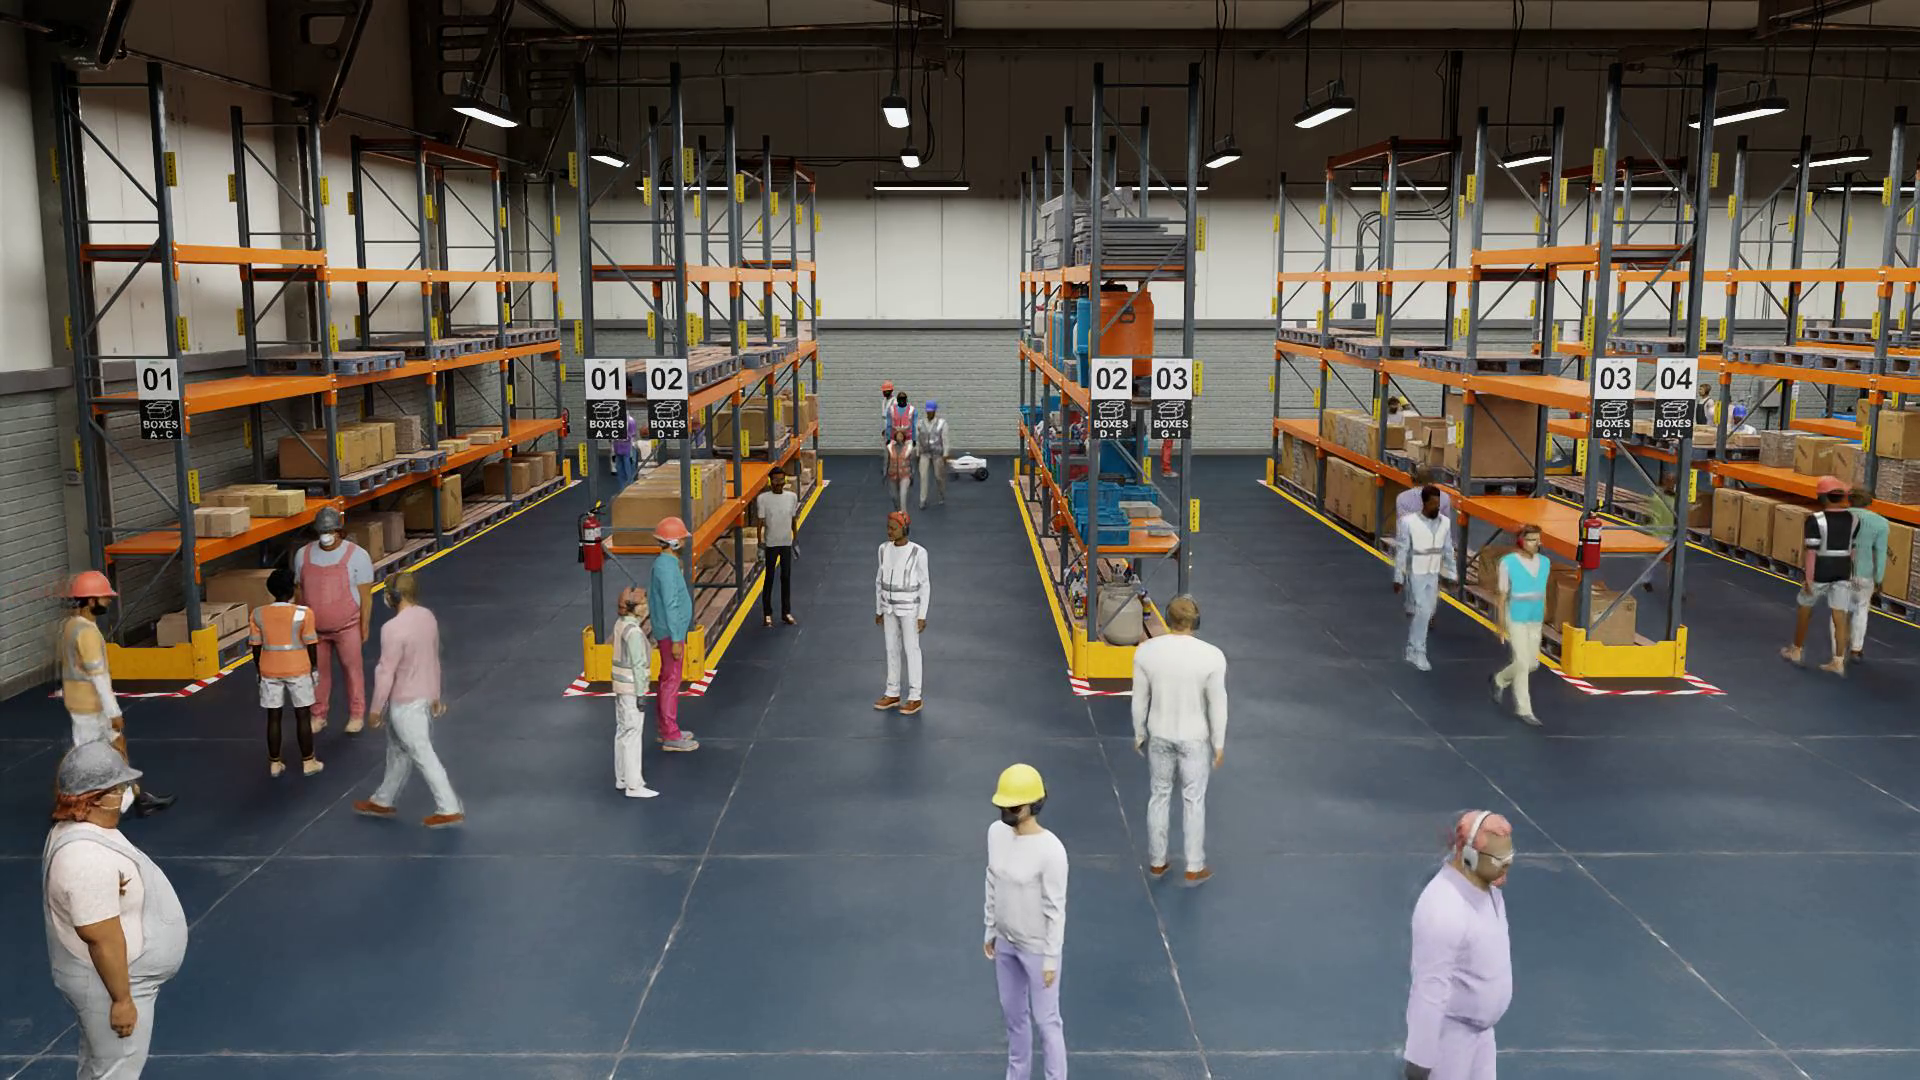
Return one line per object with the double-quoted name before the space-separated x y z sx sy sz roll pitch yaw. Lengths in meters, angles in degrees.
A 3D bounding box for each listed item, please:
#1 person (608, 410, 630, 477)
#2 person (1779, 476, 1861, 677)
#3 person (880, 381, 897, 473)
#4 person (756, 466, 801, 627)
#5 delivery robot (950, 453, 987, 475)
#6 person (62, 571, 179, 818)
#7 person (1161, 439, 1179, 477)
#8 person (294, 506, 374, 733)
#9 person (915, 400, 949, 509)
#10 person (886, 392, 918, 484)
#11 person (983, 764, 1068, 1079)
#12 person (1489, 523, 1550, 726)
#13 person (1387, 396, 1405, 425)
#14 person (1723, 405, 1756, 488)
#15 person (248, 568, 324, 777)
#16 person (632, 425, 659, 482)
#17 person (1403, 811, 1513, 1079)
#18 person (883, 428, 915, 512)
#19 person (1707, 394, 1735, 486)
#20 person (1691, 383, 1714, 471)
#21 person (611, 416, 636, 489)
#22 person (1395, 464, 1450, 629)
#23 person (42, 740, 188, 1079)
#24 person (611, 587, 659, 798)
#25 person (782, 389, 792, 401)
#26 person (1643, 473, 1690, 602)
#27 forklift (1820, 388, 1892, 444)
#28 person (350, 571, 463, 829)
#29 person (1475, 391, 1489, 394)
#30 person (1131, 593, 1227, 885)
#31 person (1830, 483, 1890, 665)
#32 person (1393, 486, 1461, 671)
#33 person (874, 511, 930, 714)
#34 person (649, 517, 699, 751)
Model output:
"person" -6.982 -2.202 34.036 0.606 1.816 0.403 -8 12 -43
"person" 8.838 0.344 17.048 0.624 2.005 0.943 -1 9 -4
"person" -1.471 -2.324 34.466 0.405 1.927 0.545 -6 11 -35
"person" -2.096 0.068 19.258 0.538 1.869 0.313 -4 10 -26
"delivery robot" 0.167 -1.509 33.310 0.707 0.478 0.477 -2 9 -11
"person" -6.150 1.167 12.069 0.902 1.900 0.574 -6 10 -32
"person" 4.283 -2.284 33.987 0.380 1.994 0.618 0 9 -1
"person" -5.535 0.697 14.658 0.682 2.000 0.535 0 9 0
"person" -0.496 -1.527 29.378 0.623 1.918 0.881 2 9 13
"person" -1.139 -2.004 32.725 0.618 1.836 0.431 1 9 3
"person" 0.291 1.902 7.826 0.344 1.762 0.529 -7 11 -39
"person" 5.076 0.733 15.105 0.569 1.825 0.678 -4 10 -25
"person" 8.157 -1.812 31.439 0.538 1.840 0.619 -1 9 -10
"person" 12.876 -1.275 27.640 0.605 1.948 0.384 3 9 20
"person" -5.420 1.066 13.381 0.537 1.698 0.321 0 9 -2
"person" -5.134 -1.080 27.388 0.514 1.637 0.314 -1 9 -7
"person" 1.956 1.988 6.887 0.726 1.878 0.679 6 11 33
"person" -0.978 -1.026 27.110 0.521 1.612 0.699 2 9 11
"person" 14.904 -1.969 32.480 0.626 1.840 0.429 4 10 21
"person" 15.670 -2.379 35.071 0.344 1.847 0.505 0 9 -2
"person" -6.014 -1.570 29.639 0.589 1.918 0.389 7 11 37
"person" 5.343 0.063 19.232 0.641 1.892 1.023 1 9 5
"person" -3.635 1.856 7.206 0.537 2.000 0.683 -6 11 -35
"person" -2.540 1.174 12.887 0.314 1.636 0.516 -4 10 -25
"person" -3.764 -2.478 36.364 0.308 1.643 0.511 2 9 15
"person" 8.935 -0.067 21.027 0.512 1.592 0.849 -1 9 -7
"forklift" 20.072 -3.110 36.462 1.873 2.768 1.129 0 9 0
"person" -4.062 1.164 12.151 0.942 1.899 0.642 1 9 5
"person" 11.766 -2.823 37.665 0.543 1.928 0.370 -9 12 -44
"person" 1.452 1.313 11.025 0.635 1.937 0.352 4 10 22
"person" 9.291 0.351 17.333 0.643 1.903 0.922 5 10 28
"person" 4.844 0.388 17.131 0.622 1.890 0.733 -4 10 -27
"person" -0.548 0.663 15.383 0.585 1.882 0.340 7 11 37
"person" -2.445 0.794 14.184 0.388 1.993 0.624 -2 9 -15
